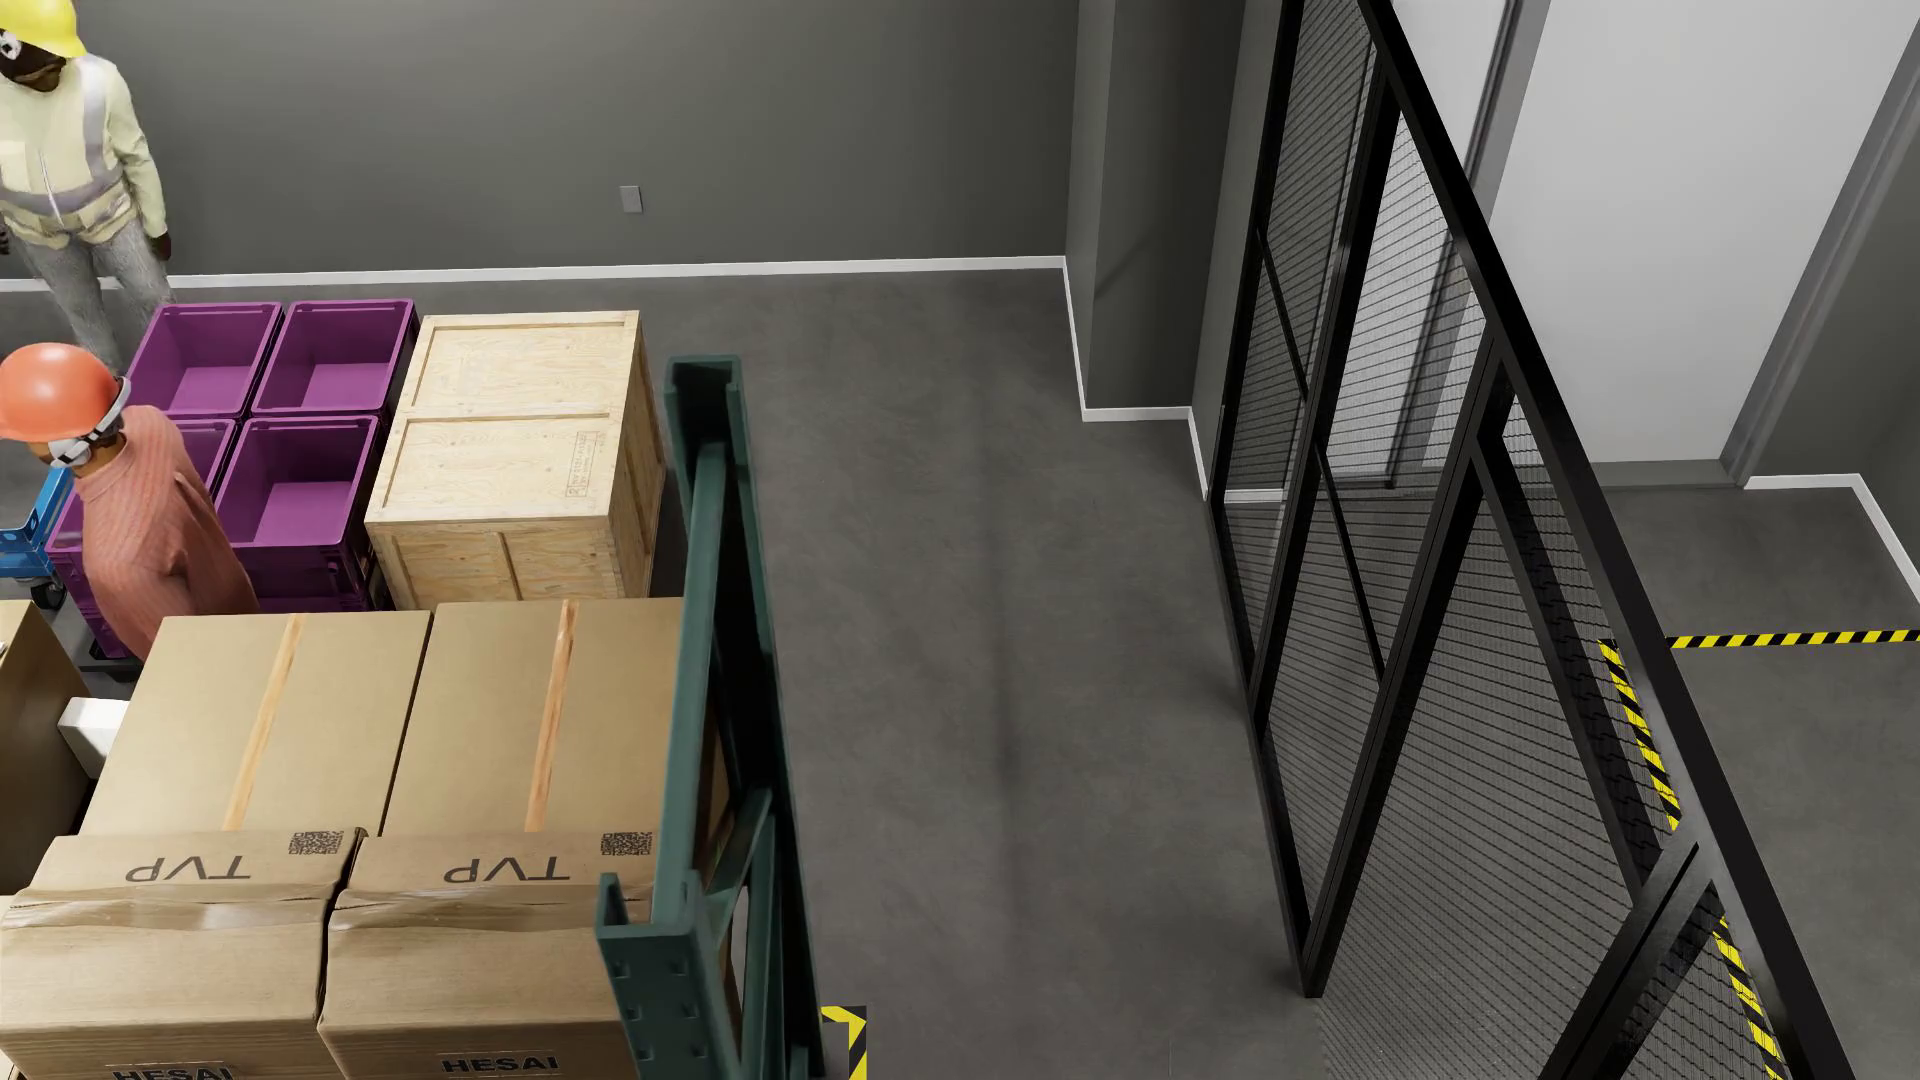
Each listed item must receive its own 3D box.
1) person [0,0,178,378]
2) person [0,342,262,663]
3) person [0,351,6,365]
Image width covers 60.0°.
[{"bbox_3d":[-3.212,-1.147,5.967,0.713,1.784,0.406,-13,48,-12],"label":"person"},{"bbox_3d":[-2.062,0.265,4.465,0.395,1.993,0.614,-11,47,-10],"label":"person"},{"bbox_3d":[-4.038,-1.266,5.966,0.372,1.940,0.630,-4,46,-3],"label":"person"}]
